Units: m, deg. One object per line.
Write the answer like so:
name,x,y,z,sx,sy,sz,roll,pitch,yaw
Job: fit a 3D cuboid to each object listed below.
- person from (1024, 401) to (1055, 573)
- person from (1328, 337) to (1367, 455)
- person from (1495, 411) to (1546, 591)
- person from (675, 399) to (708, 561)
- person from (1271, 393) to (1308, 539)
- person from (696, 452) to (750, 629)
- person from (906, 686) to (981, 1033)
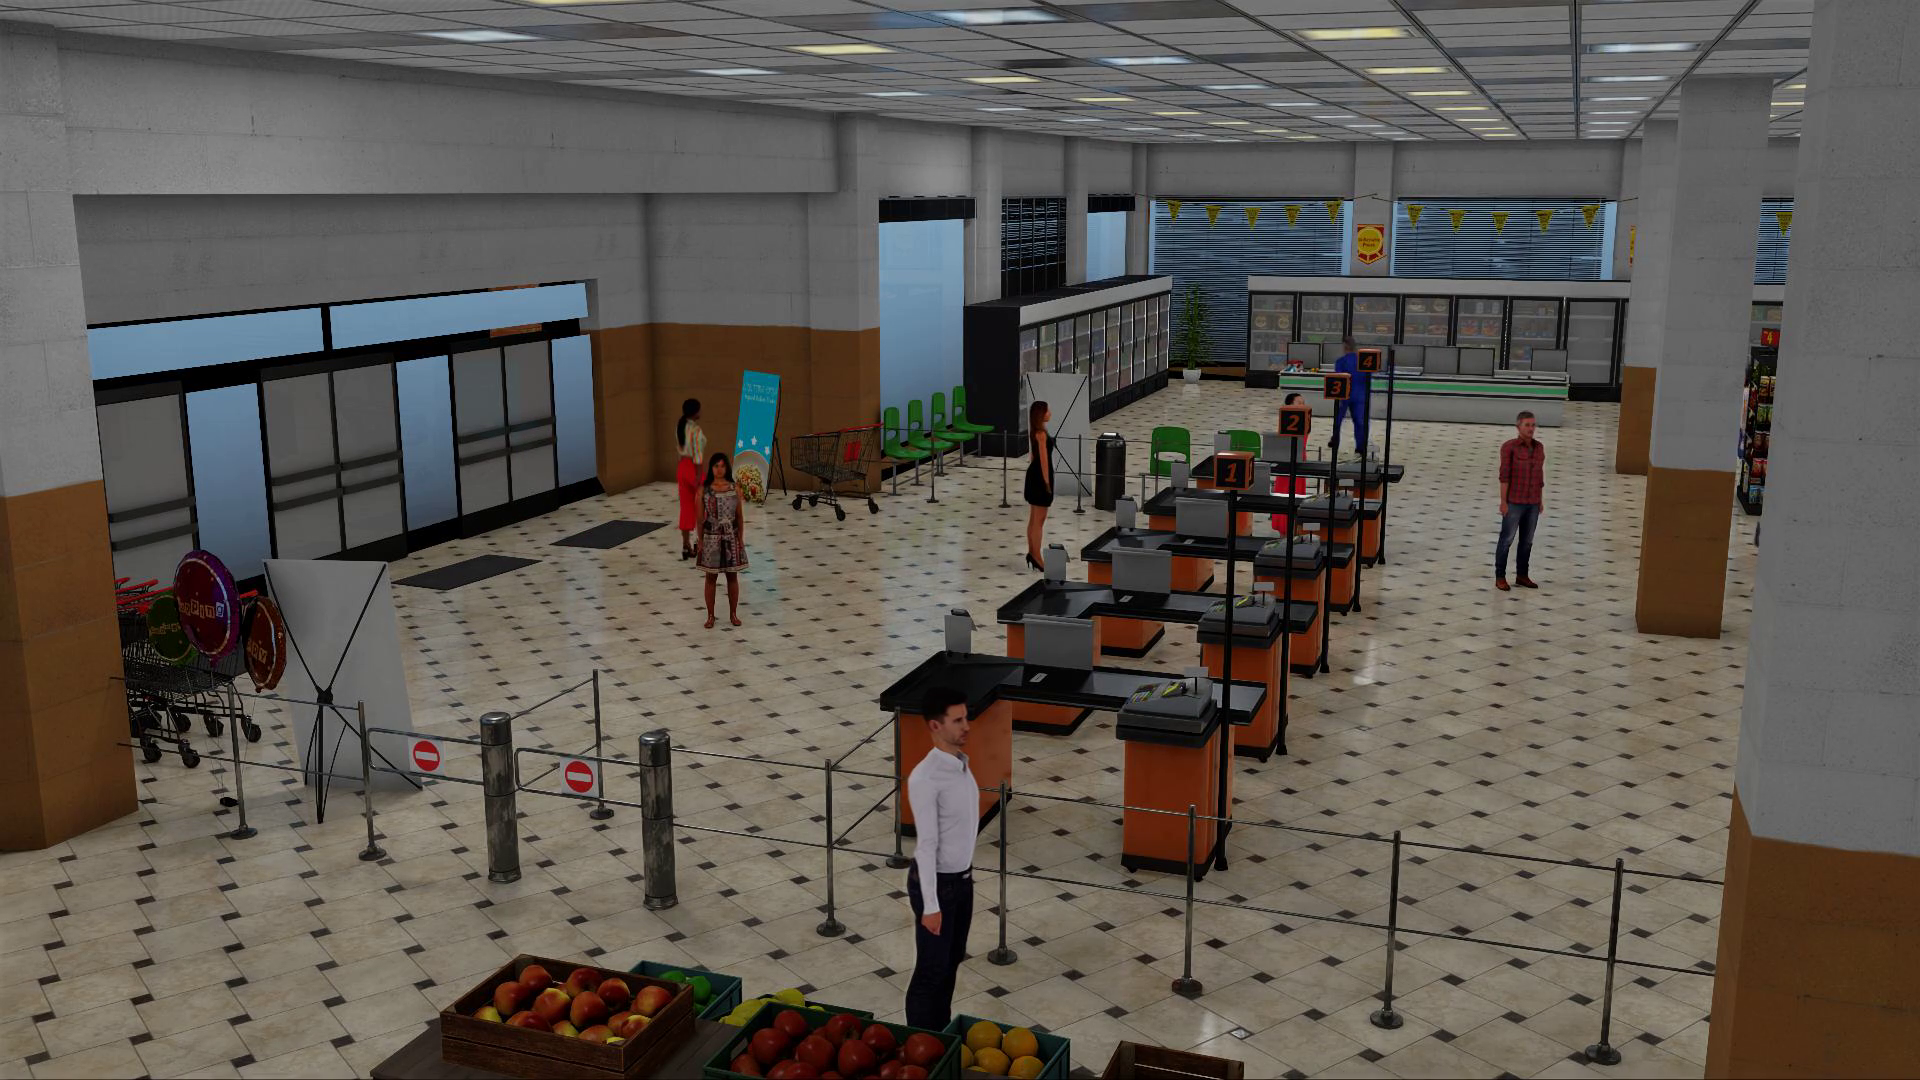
person,0.848,-0.580,17.846,0.682,1.834,0.670,-2,12,-9
person,6.035,-2.166,25.517,1.268,1.779,1.171,-2,12,-10
person,5.754,-0.417,17.084,0.722,1.831,0.817,-4,13,-18
person,-3.031,-0.650,18.328,0.719,1.774,0.739,9,15,36
person,3.887,-0.862,19.449,0.710,1.727,0.729,-10,15,-39
person,-2.242,-0.012,15.609,0.678,1.645,0.784,-3,12,-15
person,-0.086,1.558,7.612,0.571,1.868,0.624,5,13,23
